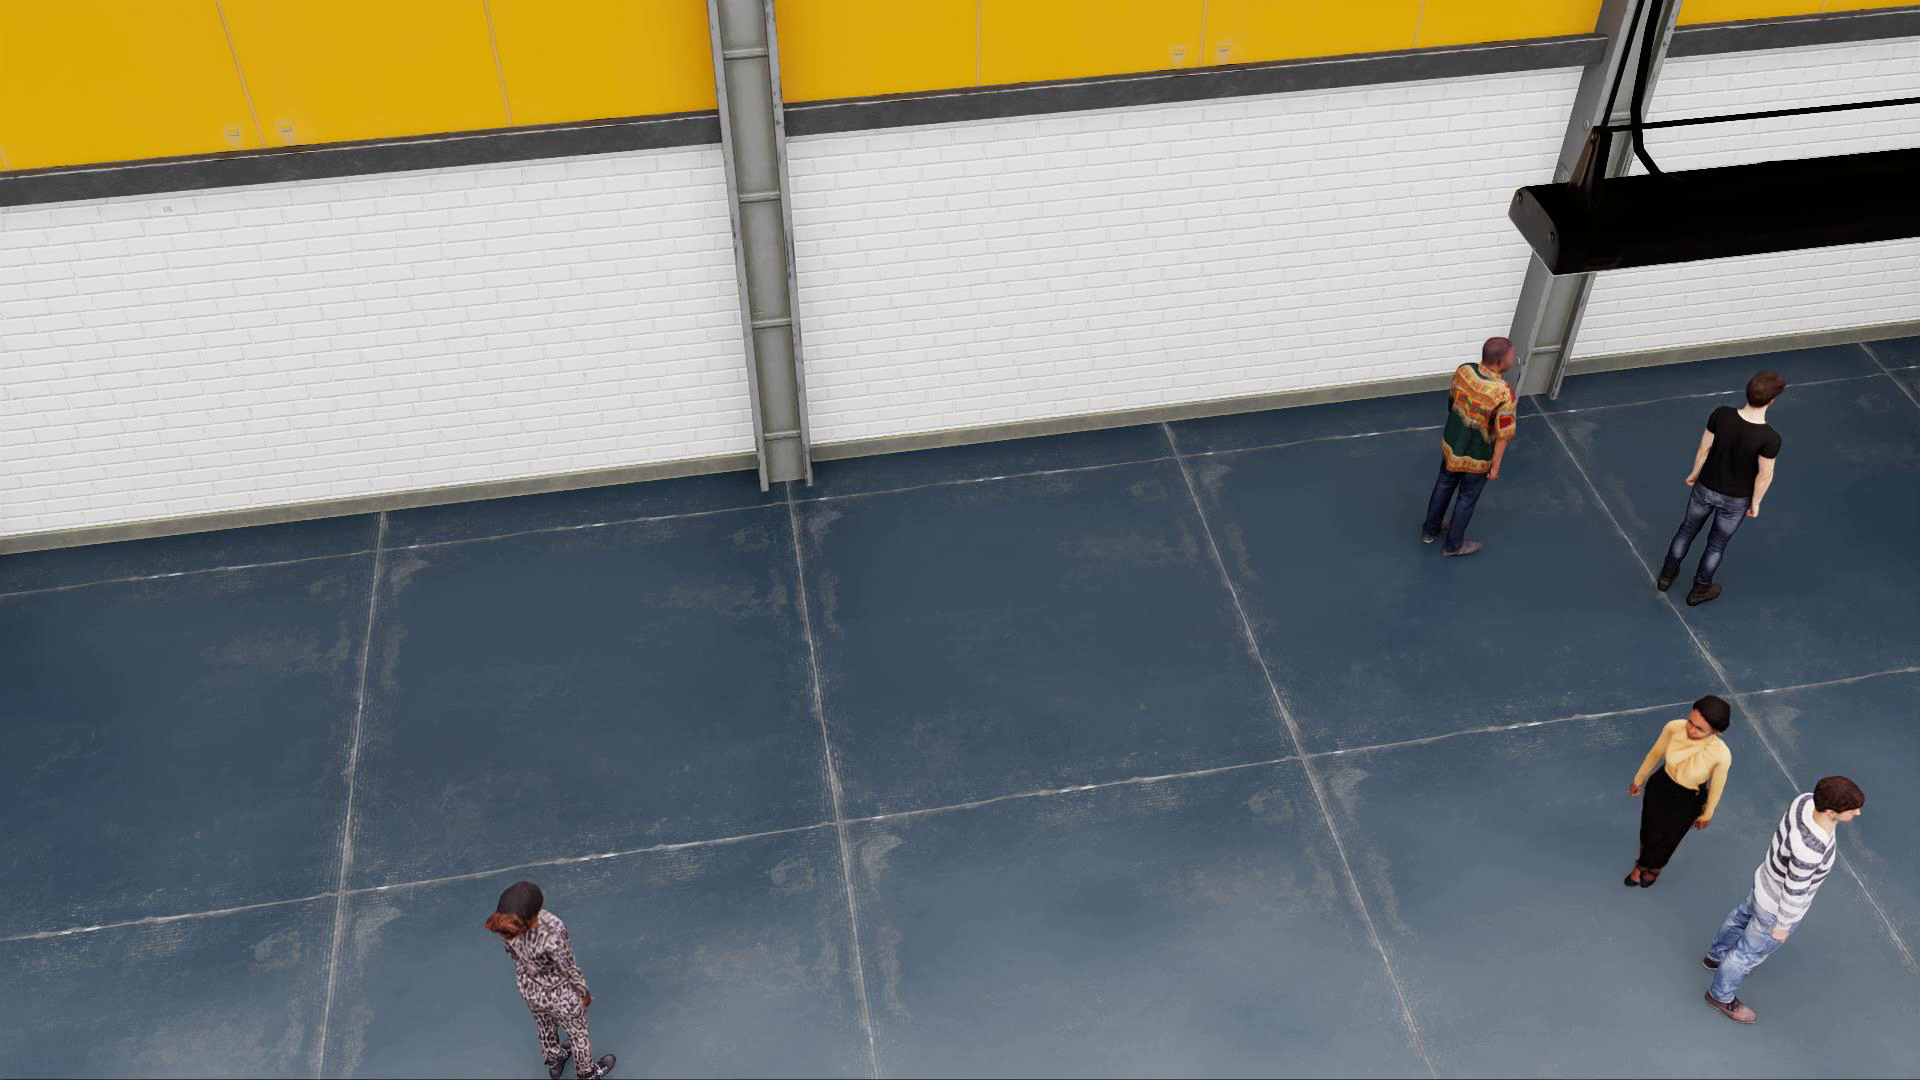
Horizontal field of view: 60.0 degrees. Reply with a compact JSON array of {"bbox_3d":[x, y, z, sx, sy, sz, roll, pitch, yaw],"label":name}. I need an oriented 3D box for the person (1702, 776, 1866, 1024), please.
[{"bbox_3d":[4.359,1.866,8.856,0.715,1.854,0.725,14,45,15],"label":"person"}]

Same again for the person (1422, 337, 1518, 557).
[{"bbox_3d":[3.536,-0.648,11.531,0.801,1.805,0.800,-24,49,-23],"label":"person"}]

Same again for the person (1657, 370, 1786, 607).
[{"bbox_3d":[5.113,-0.340,11.141,0.779,1.897,0.760,-34,53,-31],"label":"person"}]

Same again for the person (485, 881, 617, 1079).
[{"bbox_3d":[-2.103,2.283,8.520,0.669,1.714,0.744,19,47,19],"label":"person"}]

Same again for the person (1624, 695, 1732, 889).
[{"bbox_3d":[4.108,1.444,9.452,0.748,1.644,0.712,-26,50,-25],"label":"person"}]
